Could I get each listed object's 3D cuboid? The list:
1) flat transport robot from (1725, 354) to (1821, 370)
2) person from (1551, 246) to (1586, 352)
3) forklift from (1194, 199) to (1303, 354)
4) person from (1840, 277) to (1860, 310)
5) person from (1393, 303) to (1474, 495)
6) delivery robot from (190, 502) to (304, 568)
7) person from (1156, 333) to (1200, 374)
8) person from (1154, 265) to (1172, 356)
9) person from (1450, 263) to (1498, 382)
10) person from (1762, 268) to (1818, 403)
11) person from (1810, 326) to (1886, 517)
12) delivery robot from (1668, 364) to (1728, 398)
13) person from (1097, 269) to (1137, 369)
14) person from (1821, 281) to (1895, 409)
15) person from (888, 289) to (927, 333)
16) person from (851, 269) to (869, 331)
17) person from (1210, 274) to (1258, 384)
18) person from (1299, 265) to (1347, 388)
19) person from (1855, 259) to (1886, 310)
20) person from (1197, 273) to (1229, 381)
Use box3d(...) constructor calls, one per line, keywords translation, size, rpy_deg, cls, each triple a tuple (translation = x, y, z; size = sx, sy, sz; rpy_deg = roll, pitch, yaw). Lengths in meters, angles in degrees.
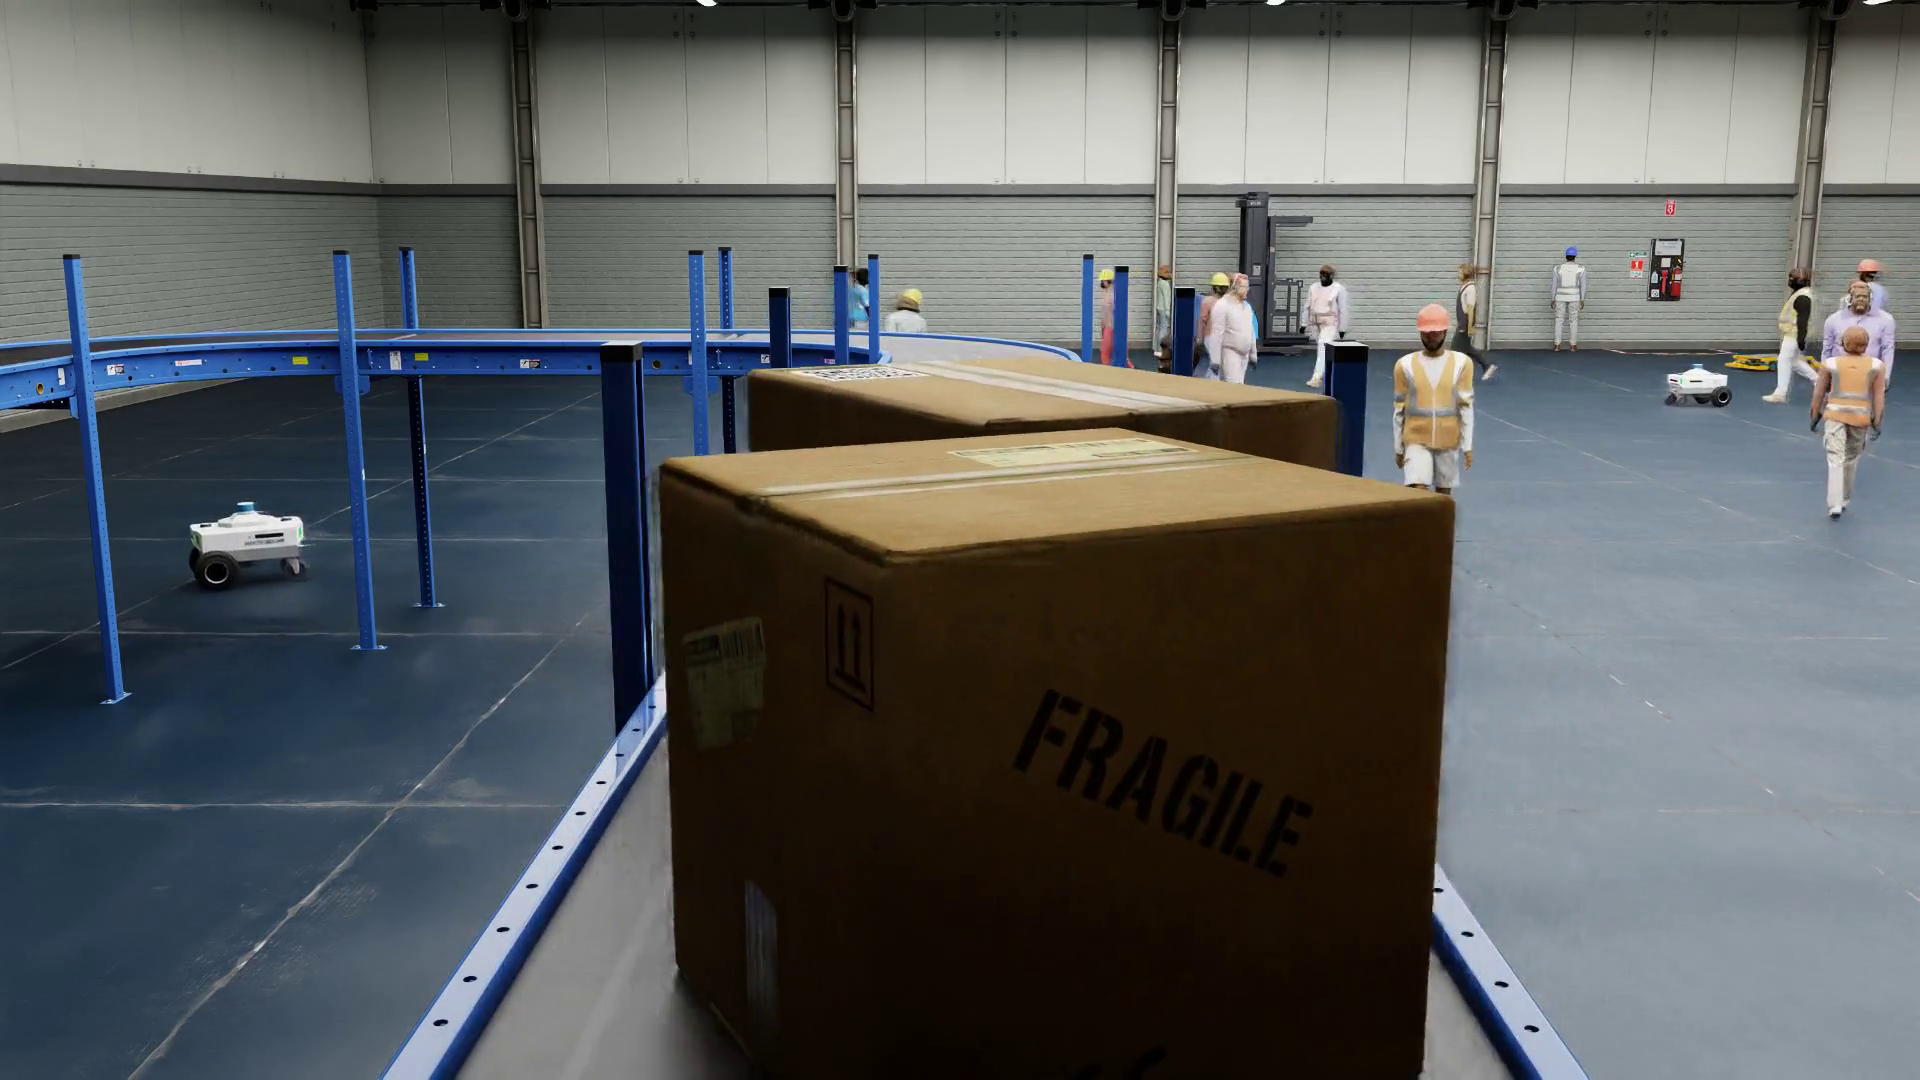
box3d(translation=(13.542, -2.963, 27.625), size=(1.431, 0.197, 0.652), rpy_deg=(-3, 11, -16), cls="flat transport robot")
box3d(translation=(11.365, -4.501, 31.095), size=(0.618, 1.945, 0.394), rpy_deg=(4, 12, 20), cls="person")
box3d(translation=(5.313, -4.851, 30.603), size=(1.873, 2.768, 1.129), rpy_deg=(0, 11, 1), cls="forklift")
box3d(translation=(13.455, -3.146, 25.016), size=(0.814, 1.605, 0.522), rpy_deg=(-8, 13, -35), cls="person")
box3d(translation=(3.337, -0.724, 11.796), size=(0.551, 1.913, 0.837), rpy_deg=(2, 11, 11), cls="person")
box3d(translation=(-4.931, -0.019, 11.519), size=(0.707, 0.478, 0.477), rpy_deg=(-6, 12, -28), cls="delivery robot")
box3d(translation=(1.230, -0.221, 9.306), size=(0.309, 1.868, 0.532), rpy_deg=(1, 11, 4), cls="person")
box3d(translation=(3.669, -4.121, 29.956), size=(0.268, 1.631, 0.507), rpy_deg=(-2, 11, -10), cls="person")
box3d(translation=(7.680, -3.265, 25.096), size=(0.857, 1.823, 0.520), rpy_deg=(3, 11, 14), cls="person")
box3d(translation=(11.394, -2.772, 22.537), size=(0.724, 1.818, 0.626), rpy_deg=(5, 12, 24), cls="person")
box3d(translation=(7.460, -1.000, 14.009), size=(0.530, 1.596, 0.851), rpy_deg=(4, 12, 21), cls="person")
box3d(translation=(9.882, -2.114, 22.286), size=(0.707, 0.478, 0.477), rpy_deg=(-1, 11, -8), cls="delivery robot")
box3d(translation=(2.290, -3.159, 24.740), size=(0.727, 1.744, 0.530), rpy_deg=(-3, 11, -14), cls="person")
box3d(translation=(9.080, -1.689, 16.873), size=(0.633, 1.870, 0.973), rpy_deg=(4, 12, 22), cls="person")
box3d(translation=(-0.672, -1.960, 18.682), size=(0.654, 1.697, 0.352), rpy_deg=(-7, 13, -33), cls="person")
box3d(translation=(-1.494, -3.563, 26.993), size=(0.834, 1.653, 0.554), rpy_deg=(-4, 12, -18), cls="person")
box3d(translation=(3.115, -2.055, 18.799), size=(0.848, 1.888, 0.662), rpy_deg=(9, 14, 40), cls="person")
box3d(translation=(5.460, -3.201, 24.838), size=(0.989, 1.796, 0.630), rpy_deg=(-9, 14, -40), cls="person")
box3d(translation=(12.460, -2.908, 22.974), size=(0.581, 1.919, 0.432), rpy_deg=(-5, 12, -23), cls="person")
box3d(translation=(3.529, -2.727, 22.532), size=(0.539, 1.735, 0.816), rpy_deg=(-6, 13, -30), cls="person")
